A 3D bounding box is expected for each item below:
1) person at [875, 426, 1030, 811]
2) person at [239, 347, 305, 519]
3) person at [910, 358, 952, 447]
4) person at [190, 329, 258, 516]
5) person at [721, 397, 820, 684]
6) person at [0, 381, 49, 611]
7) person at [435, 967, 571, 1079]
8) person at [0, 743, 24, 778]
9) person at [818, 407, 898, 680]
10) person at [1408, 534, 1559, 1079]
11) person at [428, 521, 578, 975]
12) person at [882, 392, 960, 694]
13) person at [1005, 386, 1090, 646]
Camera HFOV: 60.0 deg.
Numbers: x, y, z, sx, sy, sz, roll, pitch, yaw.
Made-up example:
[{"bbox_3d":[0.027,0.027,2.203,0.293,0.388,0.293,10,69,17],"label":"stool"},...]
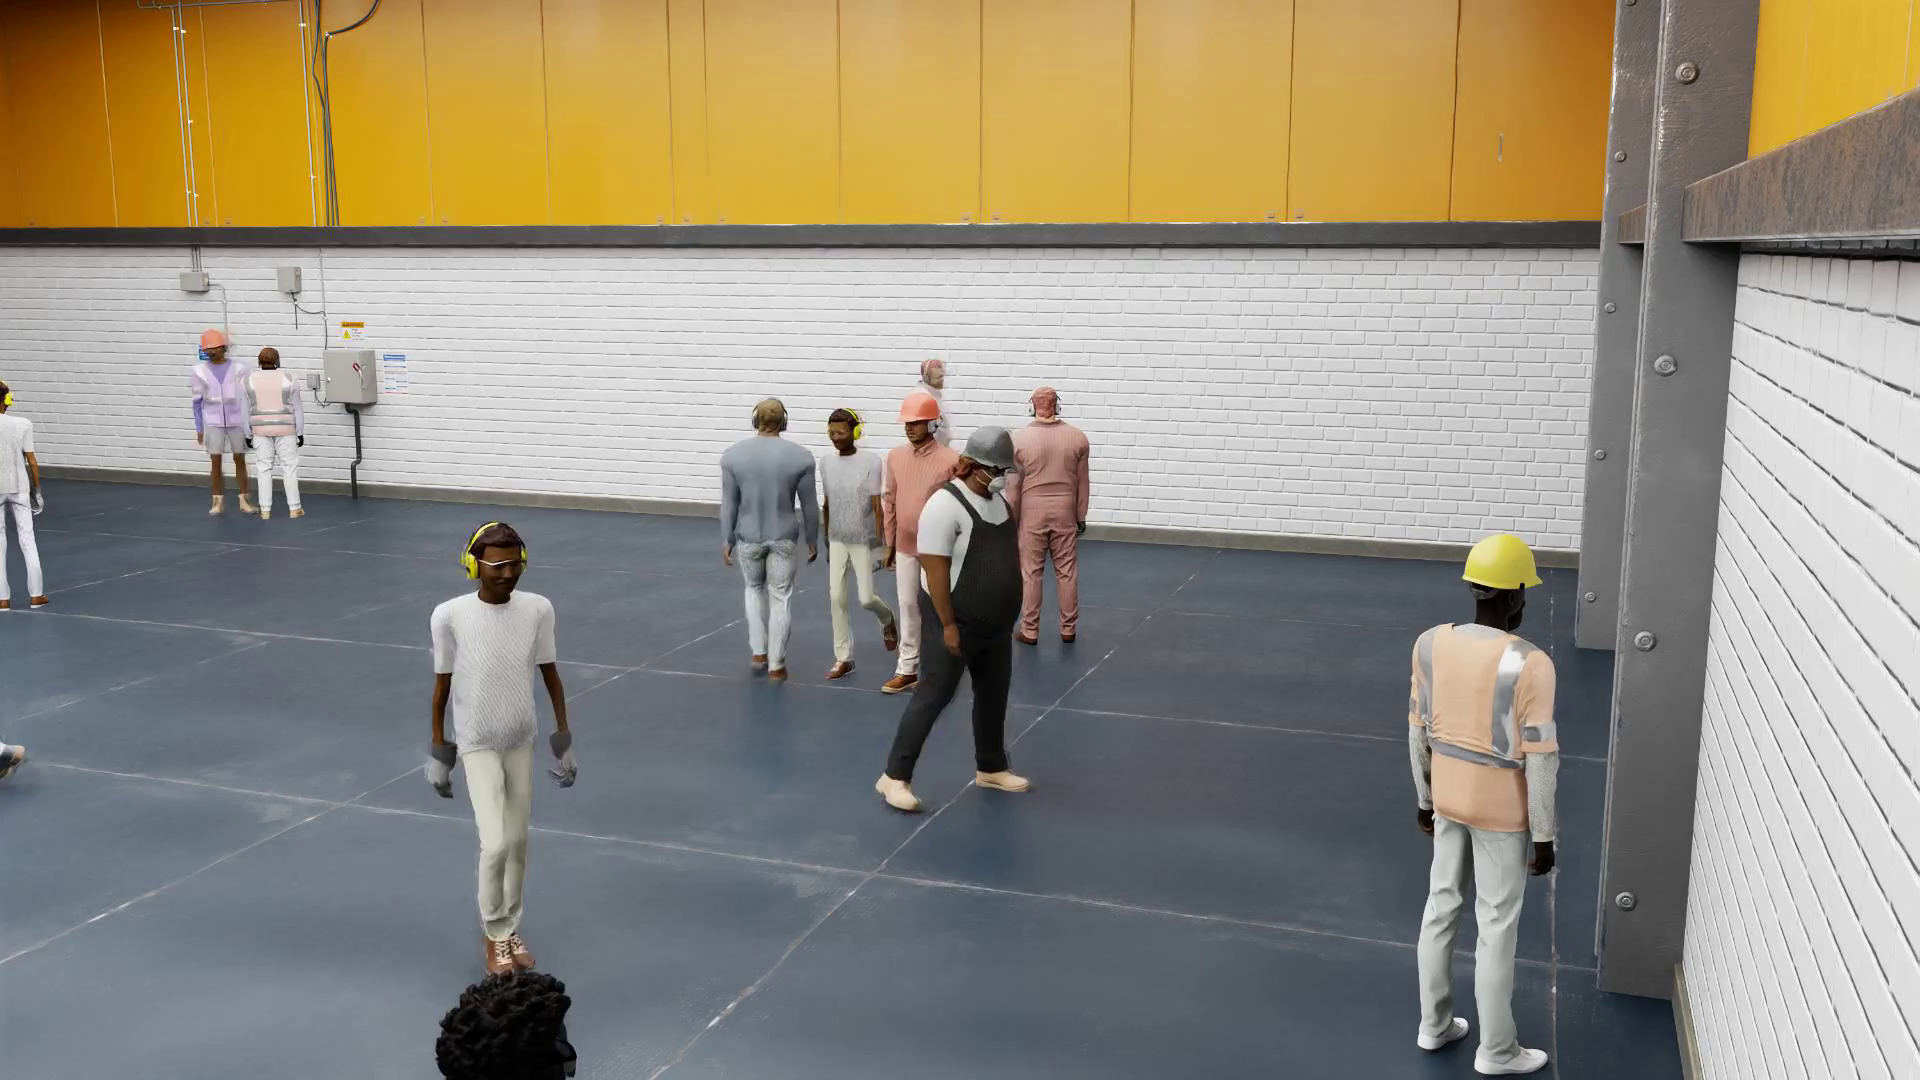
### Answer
[{"bbox_3d":[0.006,0.381,8.674,0.645,2.000,0.896,8,13,37],"label":"person"},{"bbox_3d":[-7.341,-1.141,17.808,0.625,1.844,0.429,-3,10,-15],"label":"person"},{"bbox_3d":[-0.276,-0.742,15.483,0.403,1.879,0.692,-1,10,-6],"label":"person"},{"bbox_3d":[-7.944,-1.257,17.998,0.656,2.025,0.417,-4,11,-22],"label":"person"},{"bbox_3d":[-1.267,-0.015,11.256,0.651,1.912,0.711,0,10,-1],"label":"person"},{"bbox_3d":[-7.658,-0.360,13.349,0.521,1.865,0.328,-5,11,-28],"label":"person"},{"bbox_3d":[-0.773,1.573,2.922,0.540,1.698,0.317,4,11,20],"label":"person"},{"bbox_3d":[-5.468,0.484,8.681,0.850,1.845,0.620,-7,12,-36],"label":"person"},{"bbox_3d":[-0.689,0.002,11.366,0.537,1.843,0.698,4,11,22],"label":"person"},{"bbox_3d":[1.855,0.931,5.890,0.370,1.929,0.585,-7,12,-35],"label":"person"},{"bbox_3d":[-1.789,0.844,6.594,0.549,1.848,0.568,-7,13,-36],"label":"person"},{"bbox_3d":[-0.240,0.039,10.731,0.614,1.993,0.395,6,12,31],"label":"person"},{"bbox_3d":[0.628,-0.174,12.198,0.639,1.902,0.406,-2,10,-11],"label":"person"}]
